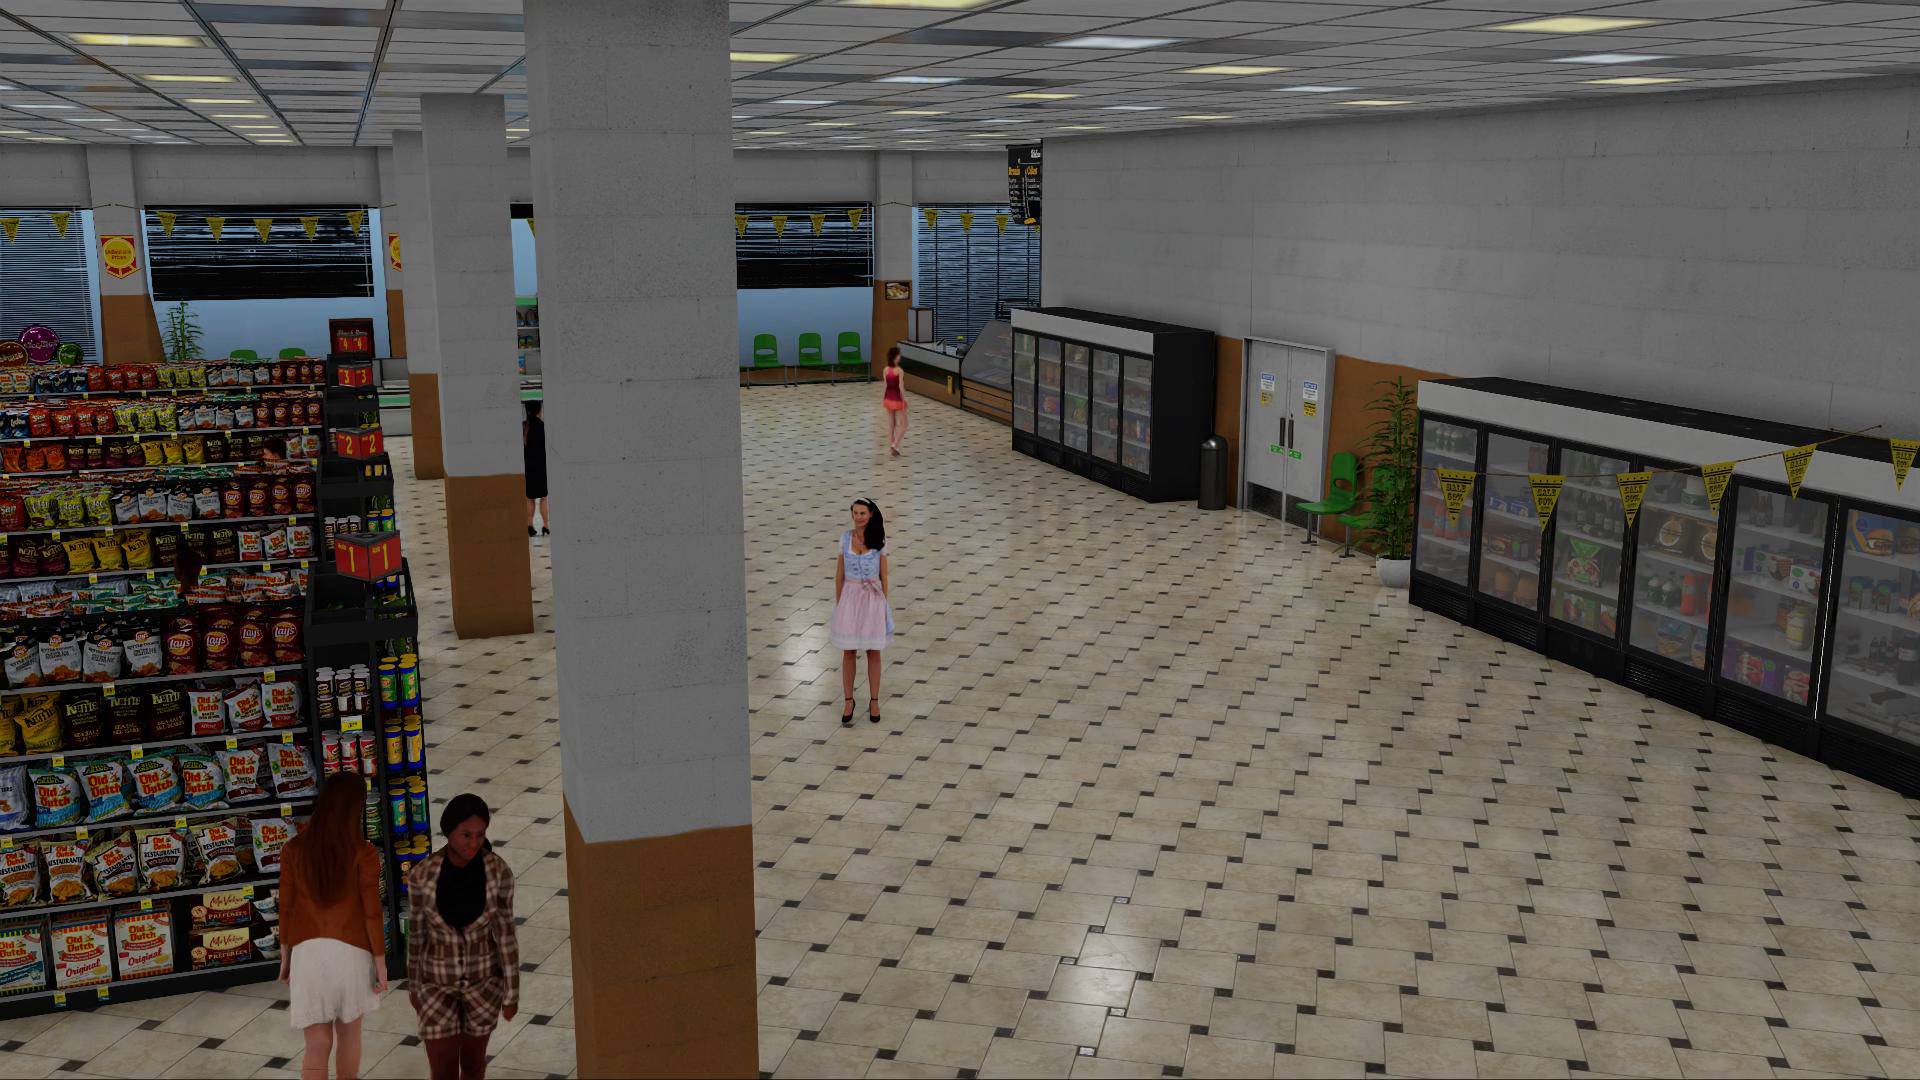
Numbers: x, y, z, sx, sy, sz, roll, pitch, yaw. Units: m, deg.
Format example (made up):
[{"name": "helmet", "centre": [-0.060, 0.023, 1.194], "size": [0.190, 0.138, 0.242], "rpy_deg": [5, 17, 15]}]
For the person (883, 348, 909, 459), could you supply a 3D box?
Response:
[{"name": "person", "centre": [-1.076, -2.139, 26.145], "size": [0.759, 1.738, 0.822], "rpy_deg": [7, 14, 29]}]

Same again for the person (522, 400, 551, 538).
[{"name": "person", "centre": [-5.176, -0.873, 20.297], "size": [0.755, 1.671, 0.867], "rpy_deg": [2, 12, 10]}]

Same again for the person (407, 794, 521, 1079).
[{"name": "person", "centre": [-2.096, 1.888, 7.002], "size": [0.923, 1.746, 0.684], "rpy_deg": [-3, 12, -15]}]

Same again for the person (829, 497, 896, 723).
[{"name": "person", "centre": [-0.776, 0.550, 13.179], "size": [0.791, 1.819, 0.875], "rpy_deg": [1, 12, 3]}]

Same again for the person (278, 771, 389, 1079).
[{"name": "person", "centre": [-2.723, 1.884, 7.190], "size": [1.014, 1.676, 0.843], "rpy_deg": [-2, 12, -9]}]
